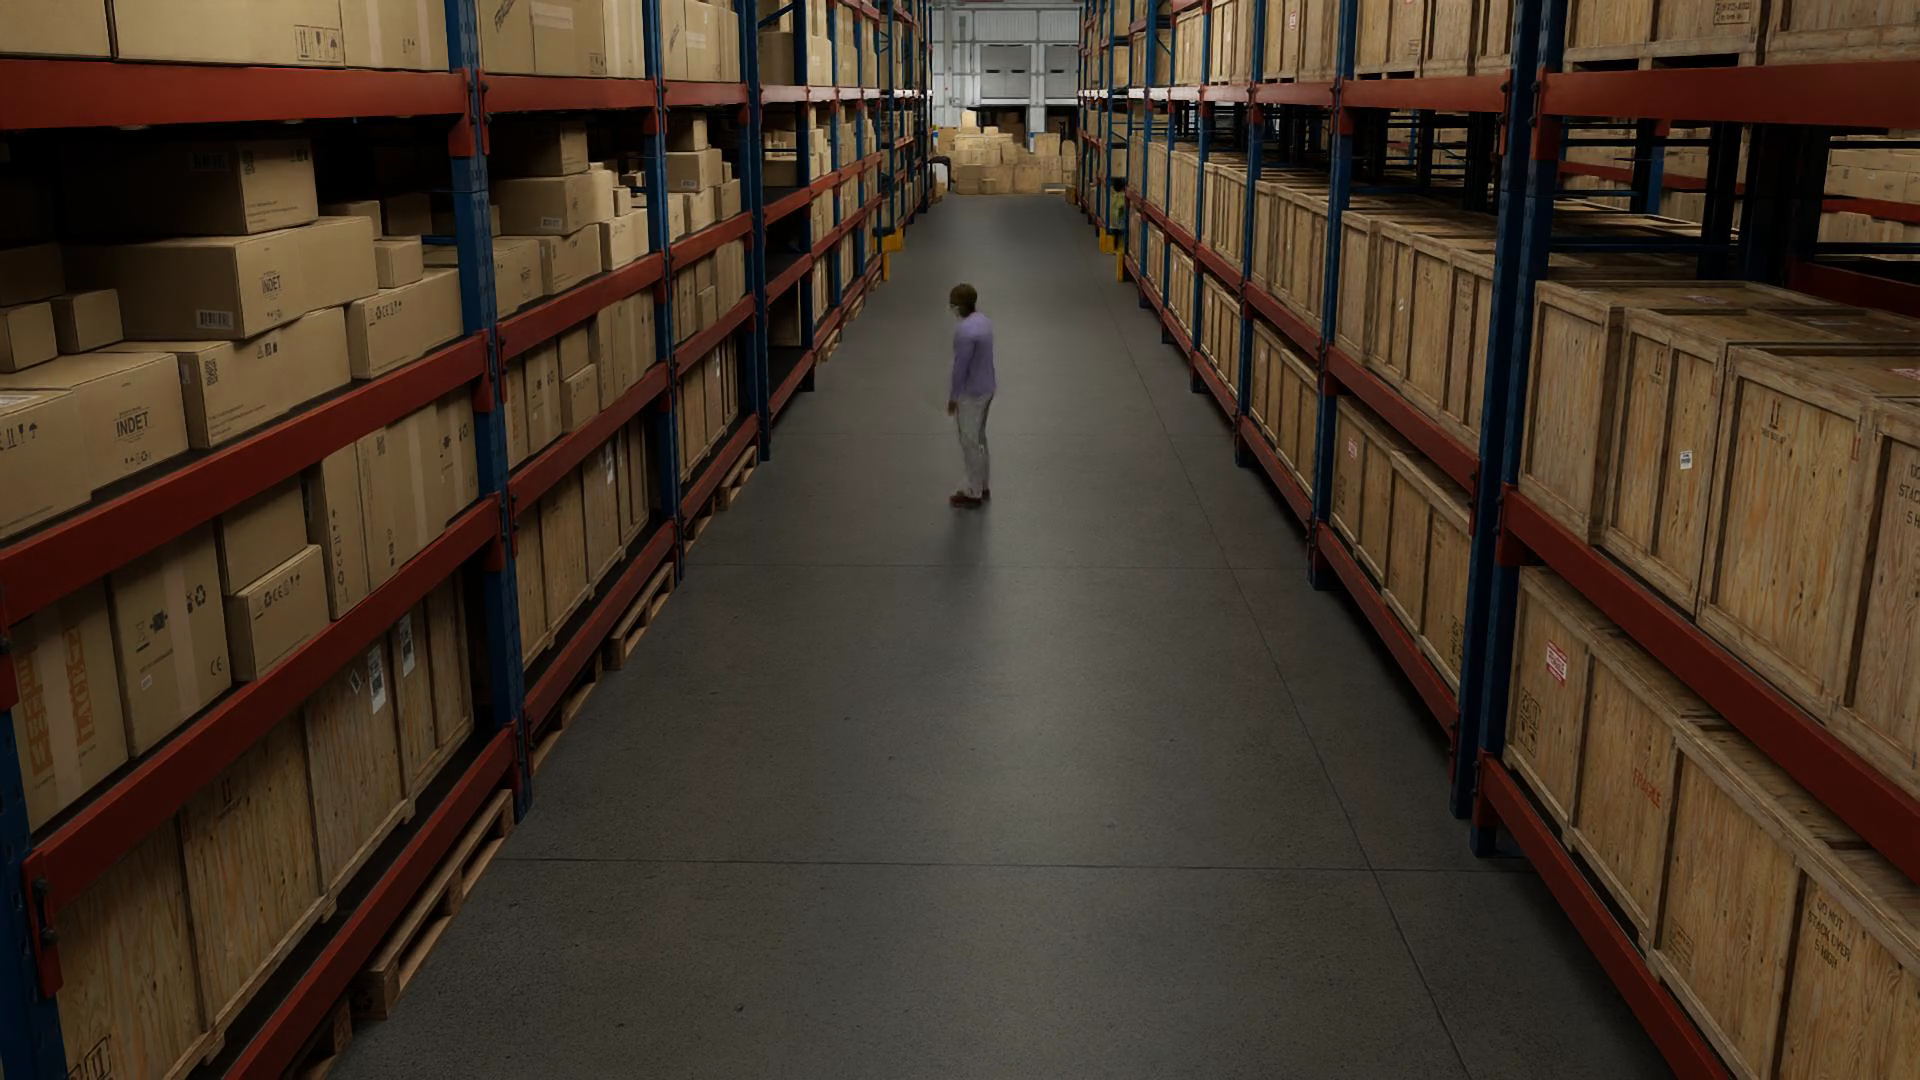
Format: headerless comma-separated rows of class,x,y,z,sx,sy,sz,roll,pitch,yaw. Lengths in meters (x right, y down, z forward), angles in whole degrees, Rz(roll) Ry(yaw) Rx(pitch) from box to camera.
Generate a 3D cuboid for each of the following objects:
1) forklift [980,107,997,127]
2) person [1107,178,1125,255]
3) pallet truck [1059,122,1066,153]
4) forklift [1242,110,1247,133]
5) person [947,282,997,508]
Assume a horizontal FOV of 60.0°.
forklift,1.405,-19.894,81.810,1.873,2.768,1.129,-13,19,-39
person,3.533,-7.068,36.371,0.541,1.682,0.537,-1,15,-4
pallet truck,5.788,-21.111,88.014,1.885,1.965,0.823,5,16,18
forklift,11.072,-15.524,65.549,1.873,2.768,1.129,0,15,2
person,0.110,-1.240,14.229,0.412,1.922,0.672,3,15,10
